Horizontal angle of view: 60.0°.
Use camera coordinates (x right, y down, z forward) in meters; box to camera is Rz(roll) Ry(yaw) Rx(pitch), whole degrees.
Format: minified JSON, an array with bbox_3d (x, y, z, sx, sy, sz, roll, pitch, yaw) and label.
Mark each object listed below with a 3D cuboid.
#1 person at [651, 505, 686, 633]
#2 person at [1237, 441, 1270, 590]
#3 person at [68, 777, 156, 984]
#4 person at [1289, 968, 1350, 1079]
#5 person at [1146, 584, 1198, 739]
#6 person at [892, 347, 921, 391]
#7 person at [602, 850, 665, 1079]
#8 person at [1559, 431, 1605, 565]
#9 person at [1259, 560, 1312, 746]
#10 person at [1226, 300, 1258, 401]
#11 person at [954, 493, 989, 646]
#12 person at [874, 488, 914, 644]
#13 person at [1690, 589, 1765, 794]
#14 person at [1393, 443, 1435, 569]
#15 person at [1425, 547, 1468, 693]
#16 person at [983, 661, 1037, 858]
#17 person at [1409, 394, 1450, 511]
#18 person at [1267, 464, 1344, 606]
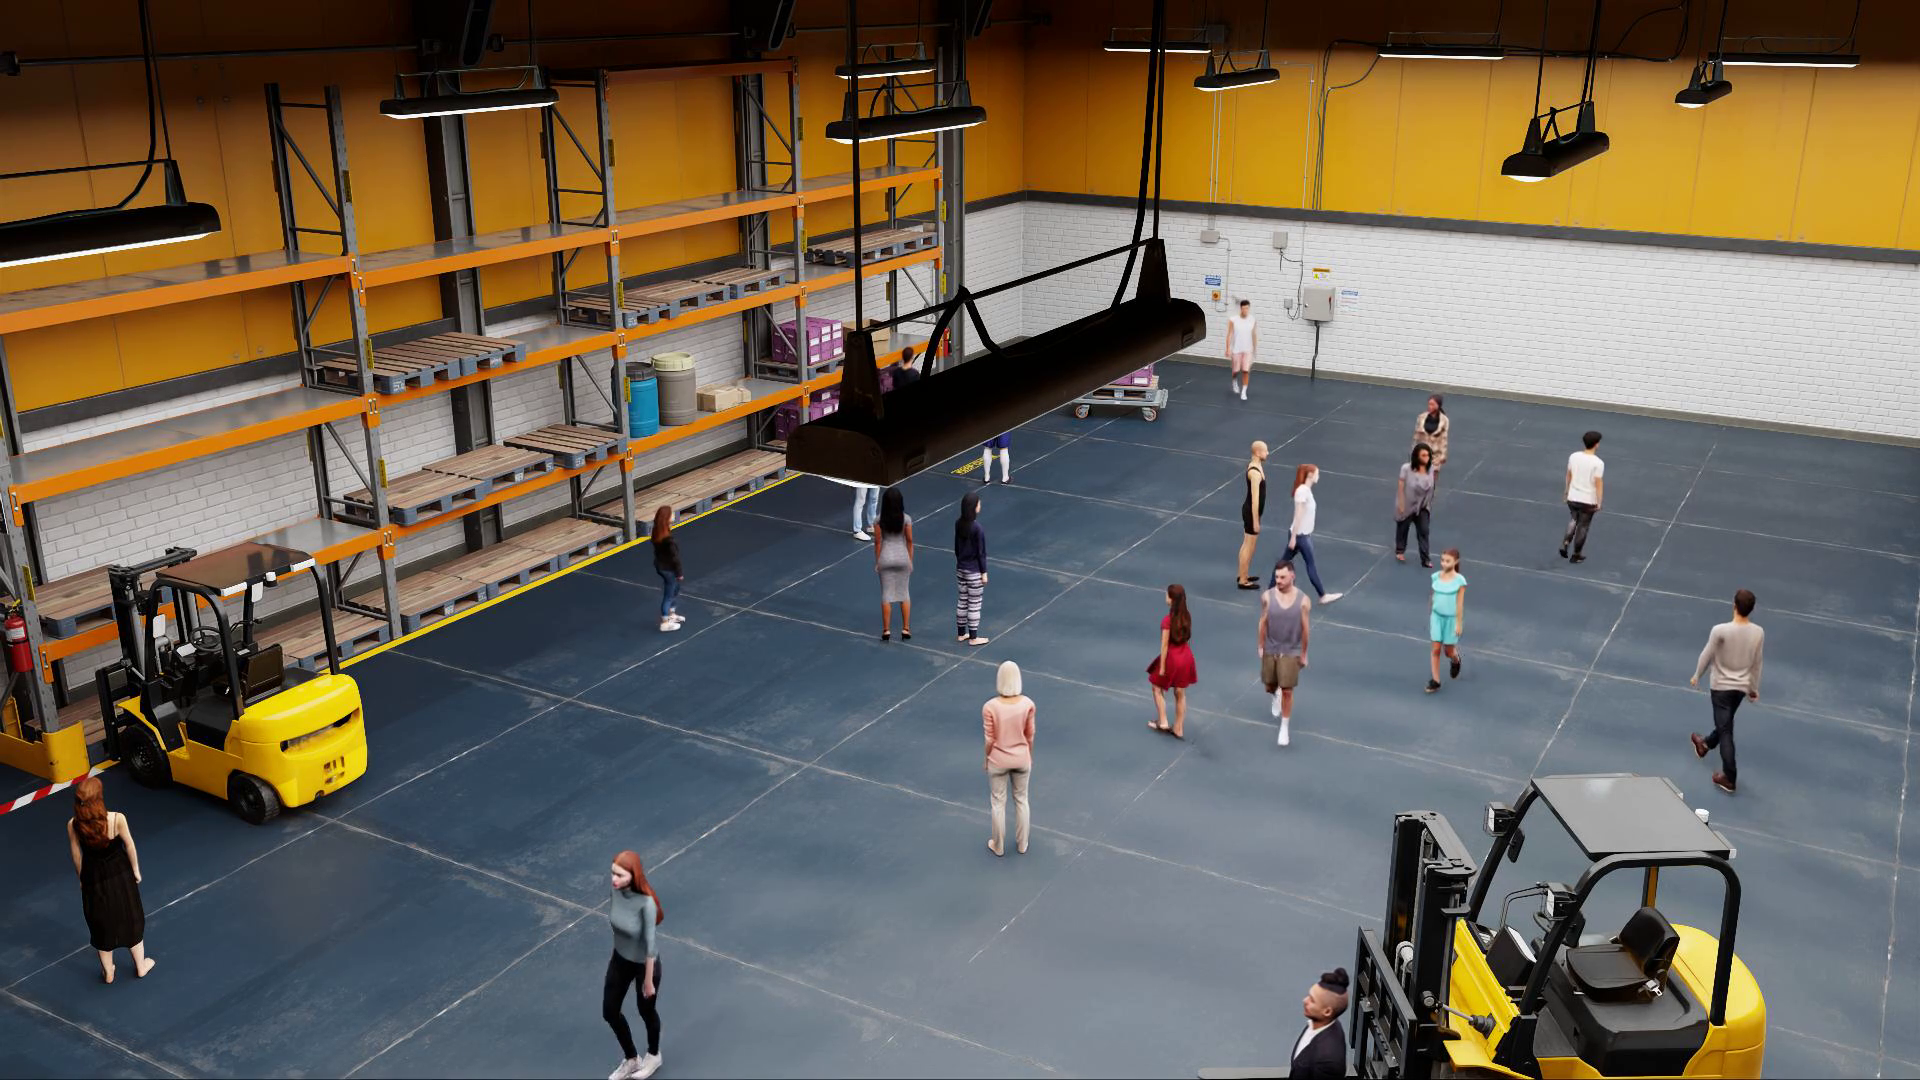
[{"bbox_3d":[-3.349,0.333,18.672,0.719,1.467,0.685,-12,22,-32],"label":"person"},{"bbox_3d":[3.513,-0.310,20.040,0.764,1.812,0.590,2,19,7],"label":"person"},{"bbox_3d":[-6.204,2.465,12.093,0.675,1.625,0.741,-6,20,-18],"label":"person"},{"bbox_3d":[2.005,3.241,9.284,0.845,1.948,0.680,3,19,8],"label":"person"},{"bbox_3d":[2.116,1.199,16.027,0.695,1.514,0.745,-13,22,-33],"label":"person"},{"bbox_3d":[-0.808,-1.938,24.828,0.643,1.842,0.598,9,20,24],"label":"person"},{"bbox_3d":[-2.076,2.786,10.982,0.660,1.726,0.670,14,23,35],"label":"person"},{"bbox_3d":[7.749,-0.528,20.841,0.795,1.715,0.762,-14,23,-35],"label":"person"},{"bbox_3d":[3.105,1.016,15.896,0.760,1.825,0.979,6,19,16],"label":"person"},{"bbox_3d":[4.950,-3.343,29.127,0.920,1.761,1.025,0,19,-1],"label":"person"},{"bbox_3d":[0.113,0.307,18.331,0.637,1.734,0.675,-15,24,-38],"label":"person"},{"bbox_3d":[-0.723,0.275,18.352,0.665,1.781,0.683,-1,19,-2],"label":"person"},{"bbox_3d":[6.964,1.393,14.972,1.076,1.819,1.215,-2,19,-7],"label":"person"},{"bbox_3d":[5.659,-0.464,20.874,0.949,1.571,1.064,-2,19,-5],"label":"person"},{"bbox_3d":[5.042,0.801,17.149,0.661,1.552,0.864,17,25,40],"label":"person"},{"bbox_3d":[0.408,1.817,13.861,0.679,1.725,0.727,-4,19,-11],"label":"person"},{"bbox_3d":[6.386,-1.124,22.536,0.610,1.762,0.951,12,22,32],"label":"person"},{"bbox_3d":[3.857,-0.038,19.426,0.919,1.687,1.136,4,19,11],"label":"person"}]
